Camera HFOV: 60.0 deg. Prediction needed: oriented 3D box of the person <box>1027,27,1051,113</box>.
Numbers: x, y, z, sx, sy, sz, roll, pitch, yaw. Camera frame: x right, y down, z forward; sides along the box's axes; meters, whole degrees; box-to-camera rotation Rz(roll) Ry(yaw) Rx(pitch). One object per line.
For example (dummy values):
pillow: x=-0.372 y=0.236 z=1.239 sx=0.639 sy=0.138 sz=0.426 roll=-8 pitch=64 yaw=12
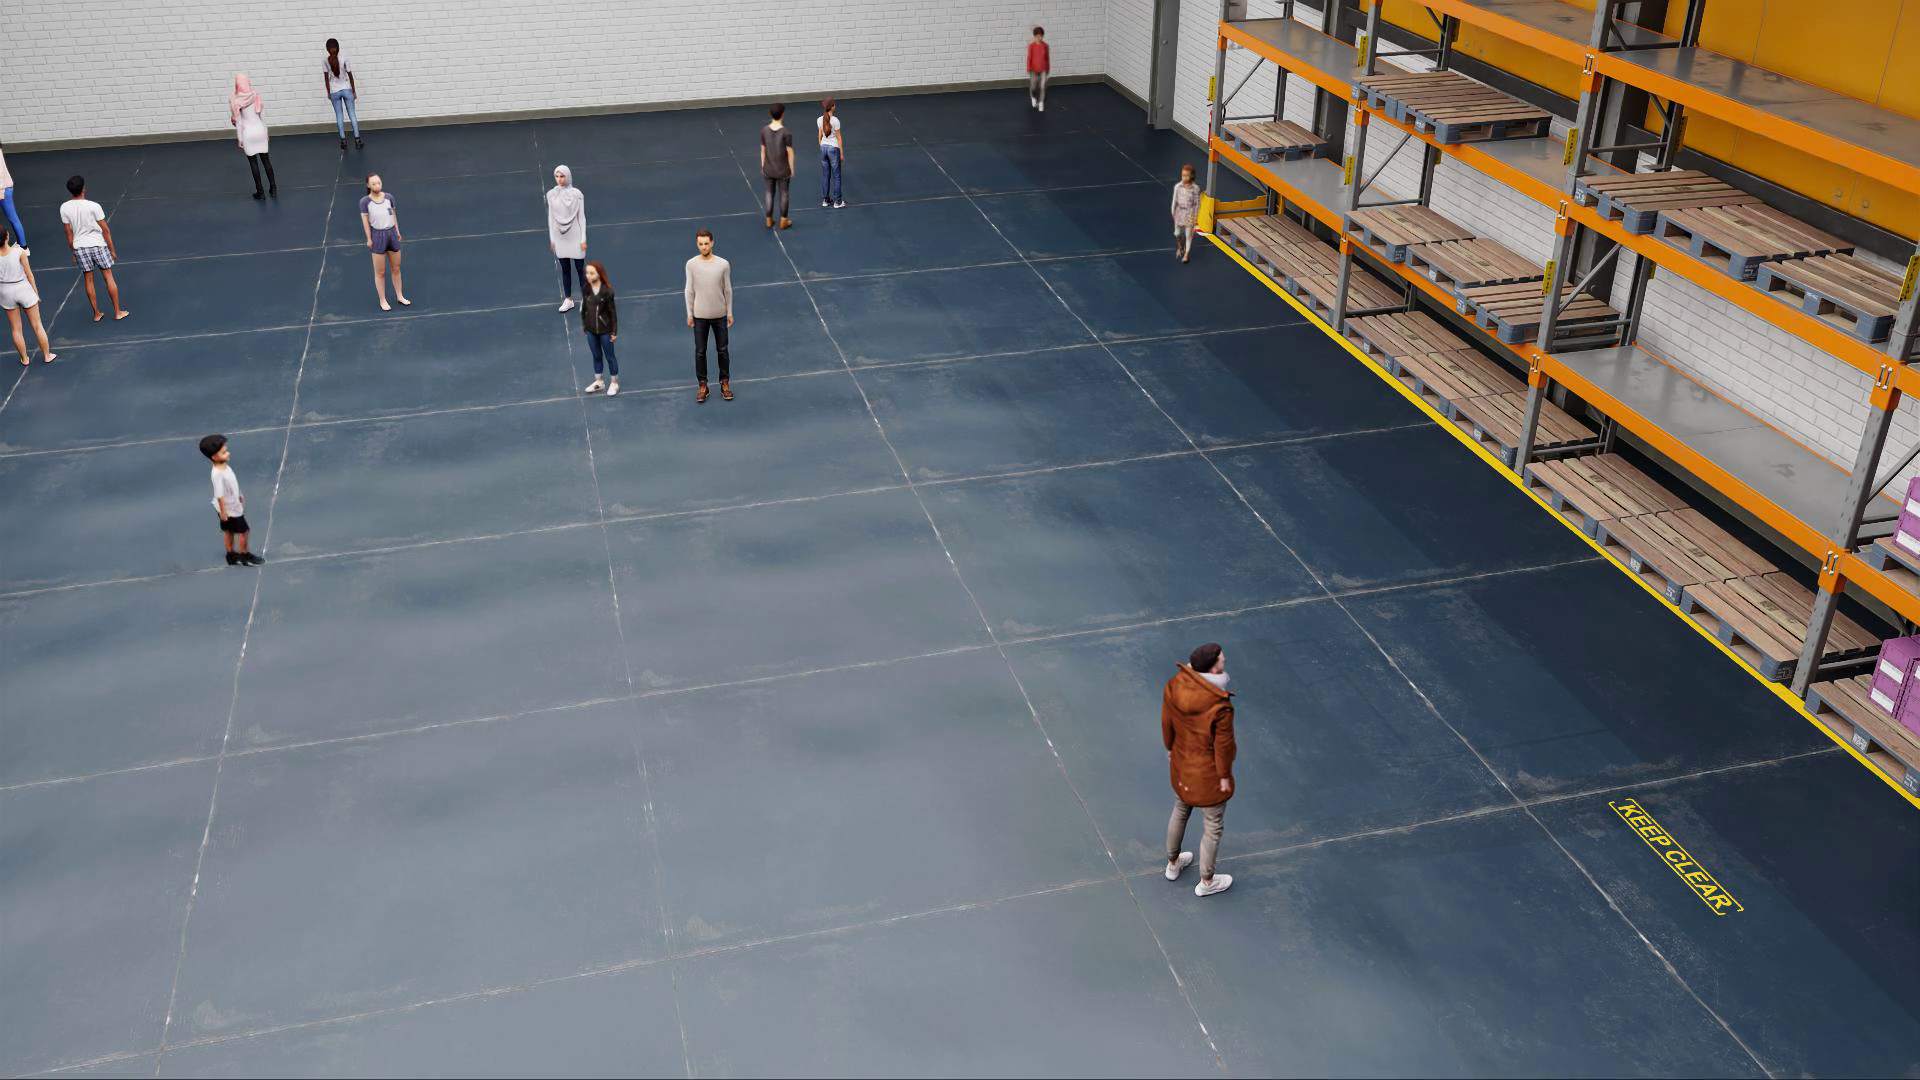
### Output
person: x=1.359 y=-8.103 z=28.571 sx=0.623 sy=1.405 sz=0.714 roll=-1 pitch=29 yaw=-2

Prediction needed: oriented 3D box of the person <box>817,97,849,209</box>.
person: x=-1.842 y=-5.540 z=23.707 sx=0.626 sy=1.563 sz=0.683 roll=14 pitch=32 yaw=25

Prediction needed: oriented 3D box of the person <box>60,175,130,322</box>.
person: x=-10.294 y=-3.450 z=19.699 sx=0.671 sy=1.732 sz=0.555 roll=-4 pitch=29 yaw=-7

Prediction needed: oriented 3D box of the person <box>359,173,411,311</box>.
person: x=-6.976 y=-3.623 z=20.102 sx=0.689 sy=1.651 sz=0.675 roll=25 pitch=37 yaw=37

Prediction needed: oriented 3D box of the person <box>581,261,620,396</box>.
person: x=-3.855 y=-2.281 z=17.816 sx=0.641 sy=1.483 sz=0.672 roll=10 pitch=30 yaw=18

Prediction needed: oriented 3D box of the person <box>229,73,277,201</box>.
person: x=-10.188 y=-5.825 z=23.980 sx=0.735 sy=1.803 sz=0.755 roll=-26 pitch=38 yaw=-38

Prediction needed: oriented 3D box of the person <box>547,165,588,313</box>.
person: x=-4.689 y=-3.616 z=19.958 sx=0.678 sy=1.776 sz=0.650 roll=3 pitch=29 yaw=5

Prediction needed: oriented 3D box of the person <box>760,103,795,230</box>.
person: x=-2.508 y=-5.125 z=22.791 sx=0.709 sy=1.712 sz=0.722 roll=7 pitch=29 yaw=13

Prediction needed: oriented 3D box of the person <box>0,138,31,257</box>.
person: x=-12.506 y=-4.585 z=21.741 sx=0.760 sy=1.770 sz=0.589 roll=-17 pitch=33 yaw=-28

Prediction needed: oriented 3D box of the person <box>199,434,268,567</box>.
person: x=-6.448 y=-0.331 z=14.487 sx=0.546 sy=1.248 sz=0.510 roll=-8 pitch=30 yaw=-15

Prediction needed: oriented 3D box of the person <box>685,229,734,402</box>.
person: x=-2.650 y=-2.395 z=17.622 sx=0.659 sy=1.868 sz=0.582 roll=-5 pitch=29 yaw=-9

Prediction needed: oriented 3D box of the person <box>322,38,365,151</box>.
person: x=-9.813 y=-7.083 z=26.373 sx=0.587 sy=1.719 sz=0.505 roll=-8 pitch=30 yaw=-15

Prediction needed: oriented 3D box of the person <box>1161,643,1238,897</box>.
person: x=1.531 y=1.450 z=10.605 sx=0.894 sy=1.839 sz=0.799 roll=-23 pitch=36 yaw=-36

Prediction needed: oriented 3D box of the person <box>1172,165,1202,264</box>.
person: x=2.964 y=-4.272 z=21.657 sx=0.647 sy=1.300 sz=0.690 roll=9 pitch=30 yaw=16

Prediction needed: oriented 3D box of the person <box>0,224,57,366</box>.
person: x=-10.501 y=-2.734 z=18.516 sx=0.584 sy=1.607 sz=0.547 roll=-10 pitch=30 yaw=-18
